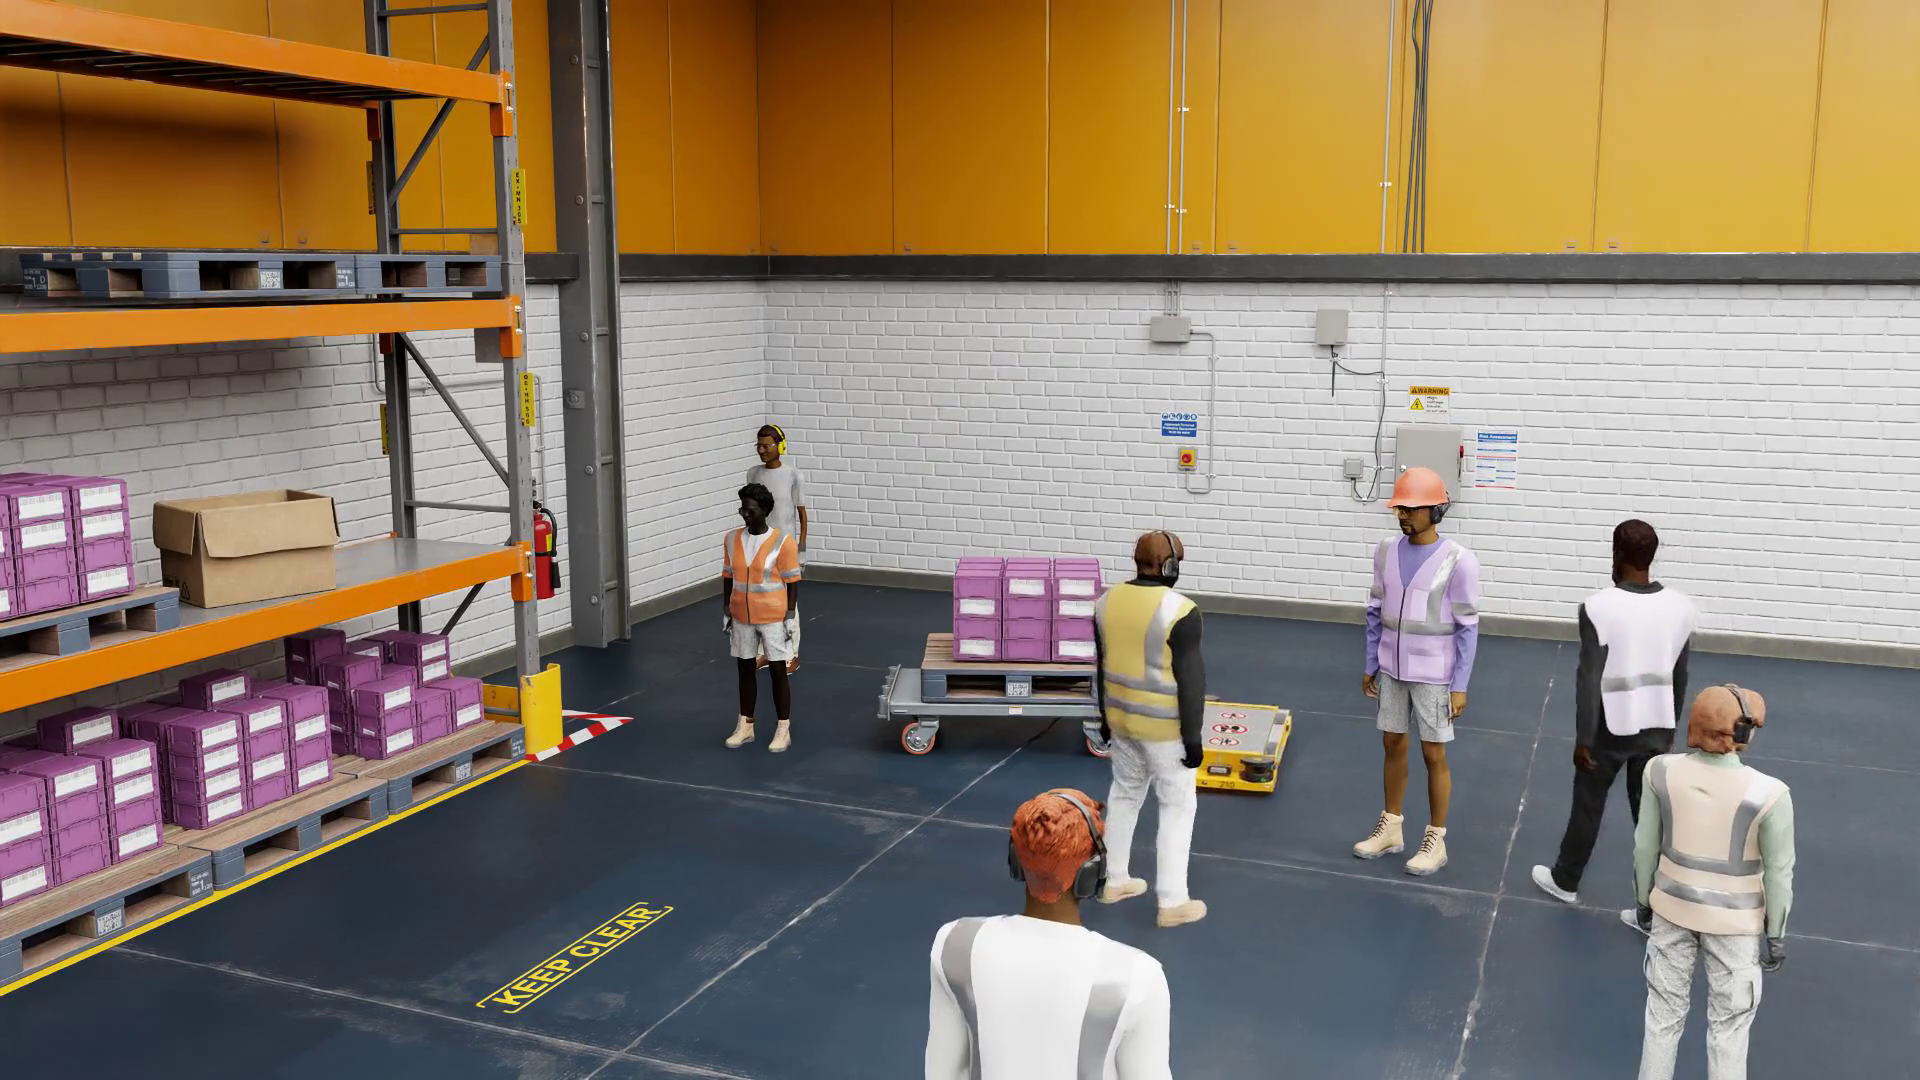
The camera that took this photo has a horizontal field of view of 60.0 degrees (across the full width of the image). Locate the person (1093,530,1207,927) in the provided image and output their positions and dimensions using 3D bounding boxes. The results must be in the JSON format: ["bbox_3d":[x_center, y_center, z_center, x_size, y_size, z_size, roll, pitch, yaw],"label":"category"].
[{"bbox_3d":[0.888,0.861,7.760,0.430,1.816,0.657,-7,12,-37],"label":"person"}]

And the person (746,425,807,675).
[{"bbox_3d":[-1.384,0.070,12.377,0.536,1.869,0.312,4,10,22],"label":"person"}]

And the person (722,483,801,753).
[{"bbox_3d":[-1.255,0.483,10.395,0.541,1.695,0.316,4,10,22],"label":"person"}]

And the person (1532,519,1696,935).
[{"bbox_3d":[3.059,0.835,7.701,0.616,1.880,0.830,-2,10,-13],"label":"person"}]

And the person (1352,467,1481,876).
[{"bbox_3d":[2.271,0.650,8.334,0.374,2.042,0.615,-8,12,-39],"label":"person"}]

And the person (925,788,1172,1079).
[{"bbox_3d":[0.209,1.481,3.784,0.586,1.882,0.343,4,10,24],"label":"person"}]

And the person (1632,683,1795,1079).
[{"bbox_3d":[2.539,1.296,5.650,0.312,1.636,0.518,-9,13,-42],"label":"person"}]

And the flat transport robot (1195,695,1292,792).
[{"bbox_3d":[1.651,1.226,10.196,0.652,0.197,1.431,3,10,15],"label":"flat transport robot"}]
